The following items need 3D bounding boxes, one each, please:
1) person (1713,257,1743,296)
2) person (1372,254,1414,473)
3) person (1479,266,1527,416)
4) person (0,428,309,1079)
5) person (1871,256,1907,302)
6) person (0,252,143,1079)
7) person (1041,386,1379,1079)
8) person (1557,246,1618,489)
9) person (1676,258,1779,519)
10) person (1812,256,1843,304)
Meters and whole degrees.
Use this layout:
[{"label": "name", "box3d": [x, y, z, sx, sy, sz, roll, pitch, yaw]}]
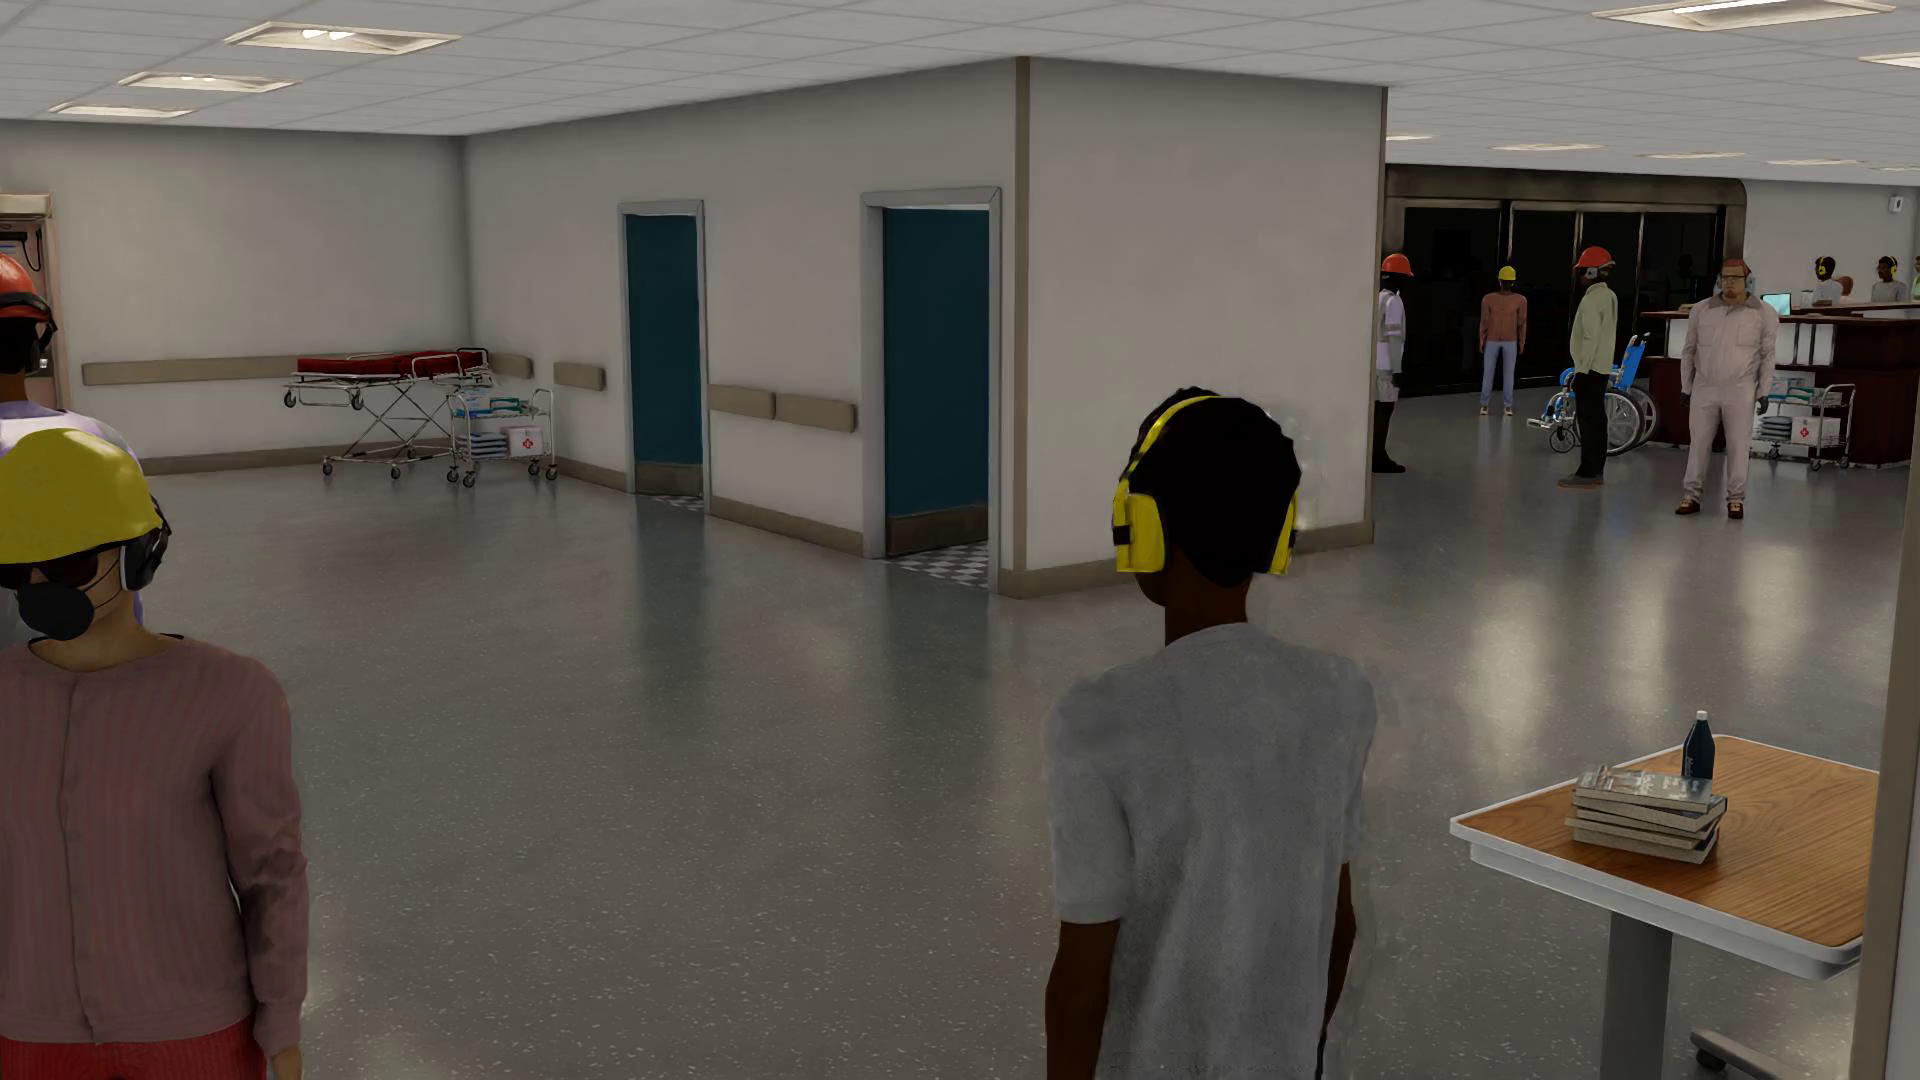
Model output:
[{"label": "person", "box3d": [10.371, -2.889, 22.482, 0.432, 1.835, 0.626, 8, 13, 40]}, {"label": "person", "box3d": [3.798, -1.557, 14.724, 0.390, 1.929, 0.545, -1, 10, -6]}, {"label": "person", "box3d": [6.390, -2.341, 19.596, 0.531, 1.761, 0.334, 3, 11, 16]}, {"label": "person", "box3d": [-1.232, 0.715, 2.451, 0.533, 1.768, 0.310, -1, 10, -4]}, {"label": "person", "box3d": [11.397, -2.562, 20.535, 0.310, 1.864, 0.534, -3, 11, -18]}, {"label": "person", "box3d": [-1.952, 0.408, 3.441, 0.409, 2.030, 0.612, 2, 10, 13]}, {"label": "person", "box3d": [0.251, 0.725, 2.173, 0.550, 1.843, 0.626, -6, 12, -28]}, {"label": "person", "box3d": [5.215, -1.421, 13.769, 0.386, 1.992, 0.624, 7, 12, 36]}, {"label": "person", "box3d": [5.651, -1.113, 12.293, 0.639, 1.910, 0.406, 7, 12, 33]}, {"label": "person", "box3d": [10.486, -2.514, 20.262, 0.508, 1.865, 0.328, -6, 12, -31]}]
